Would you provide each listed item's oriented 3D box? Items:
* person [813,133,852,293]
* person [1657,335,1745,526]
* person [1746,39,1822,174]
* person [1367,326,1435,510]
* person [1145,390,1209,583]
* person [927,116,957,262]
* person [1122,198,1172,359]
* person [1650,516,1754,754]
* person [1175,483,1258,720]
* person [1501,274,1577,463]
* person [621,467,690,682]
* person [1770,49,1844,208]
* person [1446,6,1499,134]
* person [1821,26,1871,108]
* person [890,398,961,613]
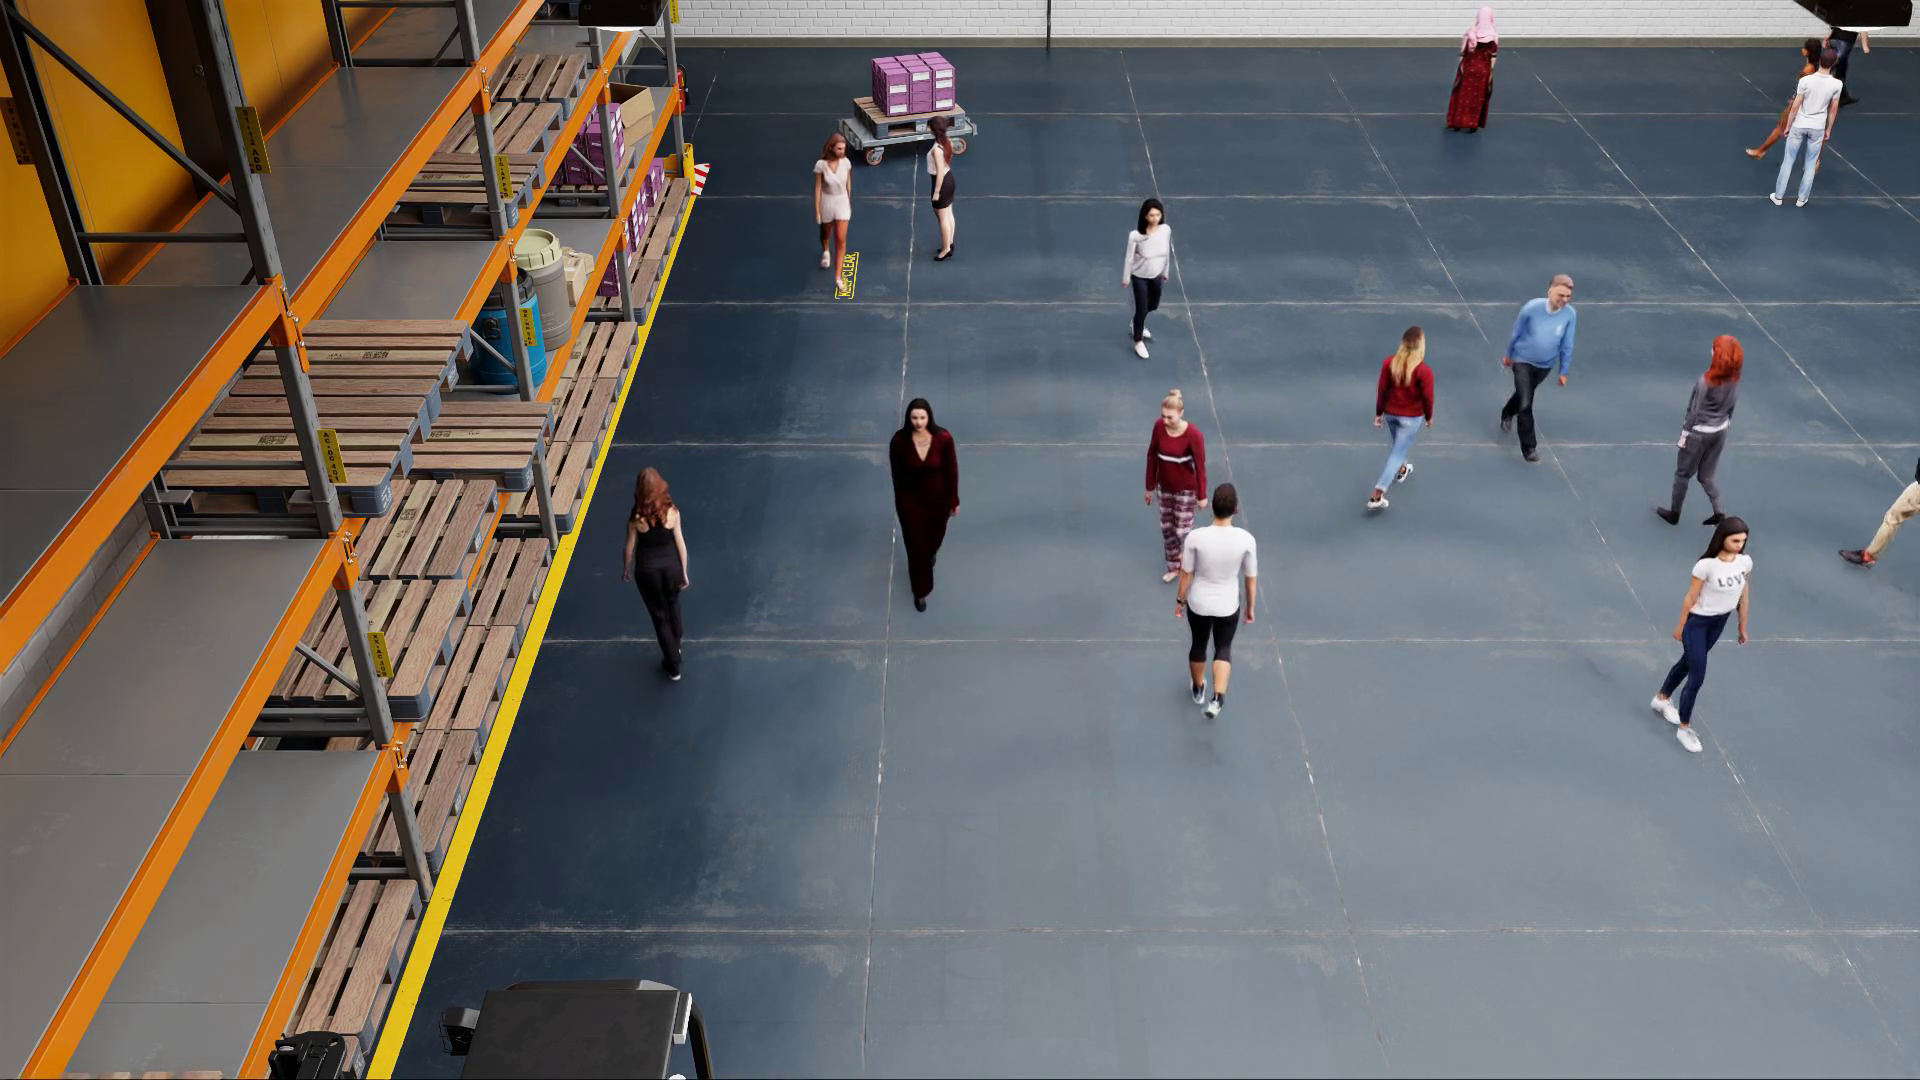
[{"bbox_3d":[-1.391,-3.599,17.971,0.745,1.646,1.202,-5,34,-8],"label":"person"},{"bbox_3d":[6.190,-0.824,13.689,0.803,1.765,0.937,-15,36,-21],"label":"person"},{"bbox_3d":[10.501,-5.316,20.572,1.138,1.625,1.117,28,42,35],"label":"person"},{"bbox_3d":[3.715,-0.999,14.109,1.083,1.591,1.170,27,42,35],"label":"person"},{"bbox_3d":[1.763,-0.457,13.199,0.842,1.695,0.893,20,38,27],"label":"person"},{"bbox_3d":[-0.196,-3.897,18.417,0.663,1.648,0.532,9,35,13],"label":"person"},{"bbox_3d":[1.828,-2.651,16.524,0.819,1.668,0.947,-15,37,-22],"label":"person"},{"bbox_3d":[5.133,0.555,11.621,0.798,1.757,0.945,-14,36,-20],"label":"person"},{"bbox_3d":[1.780,0.494,11.646,0.785,1.830,0.968,2,34,4],"label":"person"},{"bbox_3d":[5.111,-1.633,14.938,0.646,1.729,1.203,2,34,3],"label":"person"},{"bbox_3d":[-2.162,0.290,12.042,0.788,1.732,0.890,-16,37,-23],"label":"person"},{"bbox_3d":[10.050,-4.876,19.712,0.717,1.845,0.655,10,35,15],"label":"person"},{"bbox_3d":[6.782,-6.189,21.881,0.771,1.632,0.746,12,35,17],"label":"person"},{"bbox_3d":[11.784,-6.669,22.406,0.824,1.850,1.209,-3,34,-5],"label":"person"},{"bbox_3d":[-0.272,-0.376,13.057,0.753,1.717,1.090,-3,34,-5],"label":"person"}]
